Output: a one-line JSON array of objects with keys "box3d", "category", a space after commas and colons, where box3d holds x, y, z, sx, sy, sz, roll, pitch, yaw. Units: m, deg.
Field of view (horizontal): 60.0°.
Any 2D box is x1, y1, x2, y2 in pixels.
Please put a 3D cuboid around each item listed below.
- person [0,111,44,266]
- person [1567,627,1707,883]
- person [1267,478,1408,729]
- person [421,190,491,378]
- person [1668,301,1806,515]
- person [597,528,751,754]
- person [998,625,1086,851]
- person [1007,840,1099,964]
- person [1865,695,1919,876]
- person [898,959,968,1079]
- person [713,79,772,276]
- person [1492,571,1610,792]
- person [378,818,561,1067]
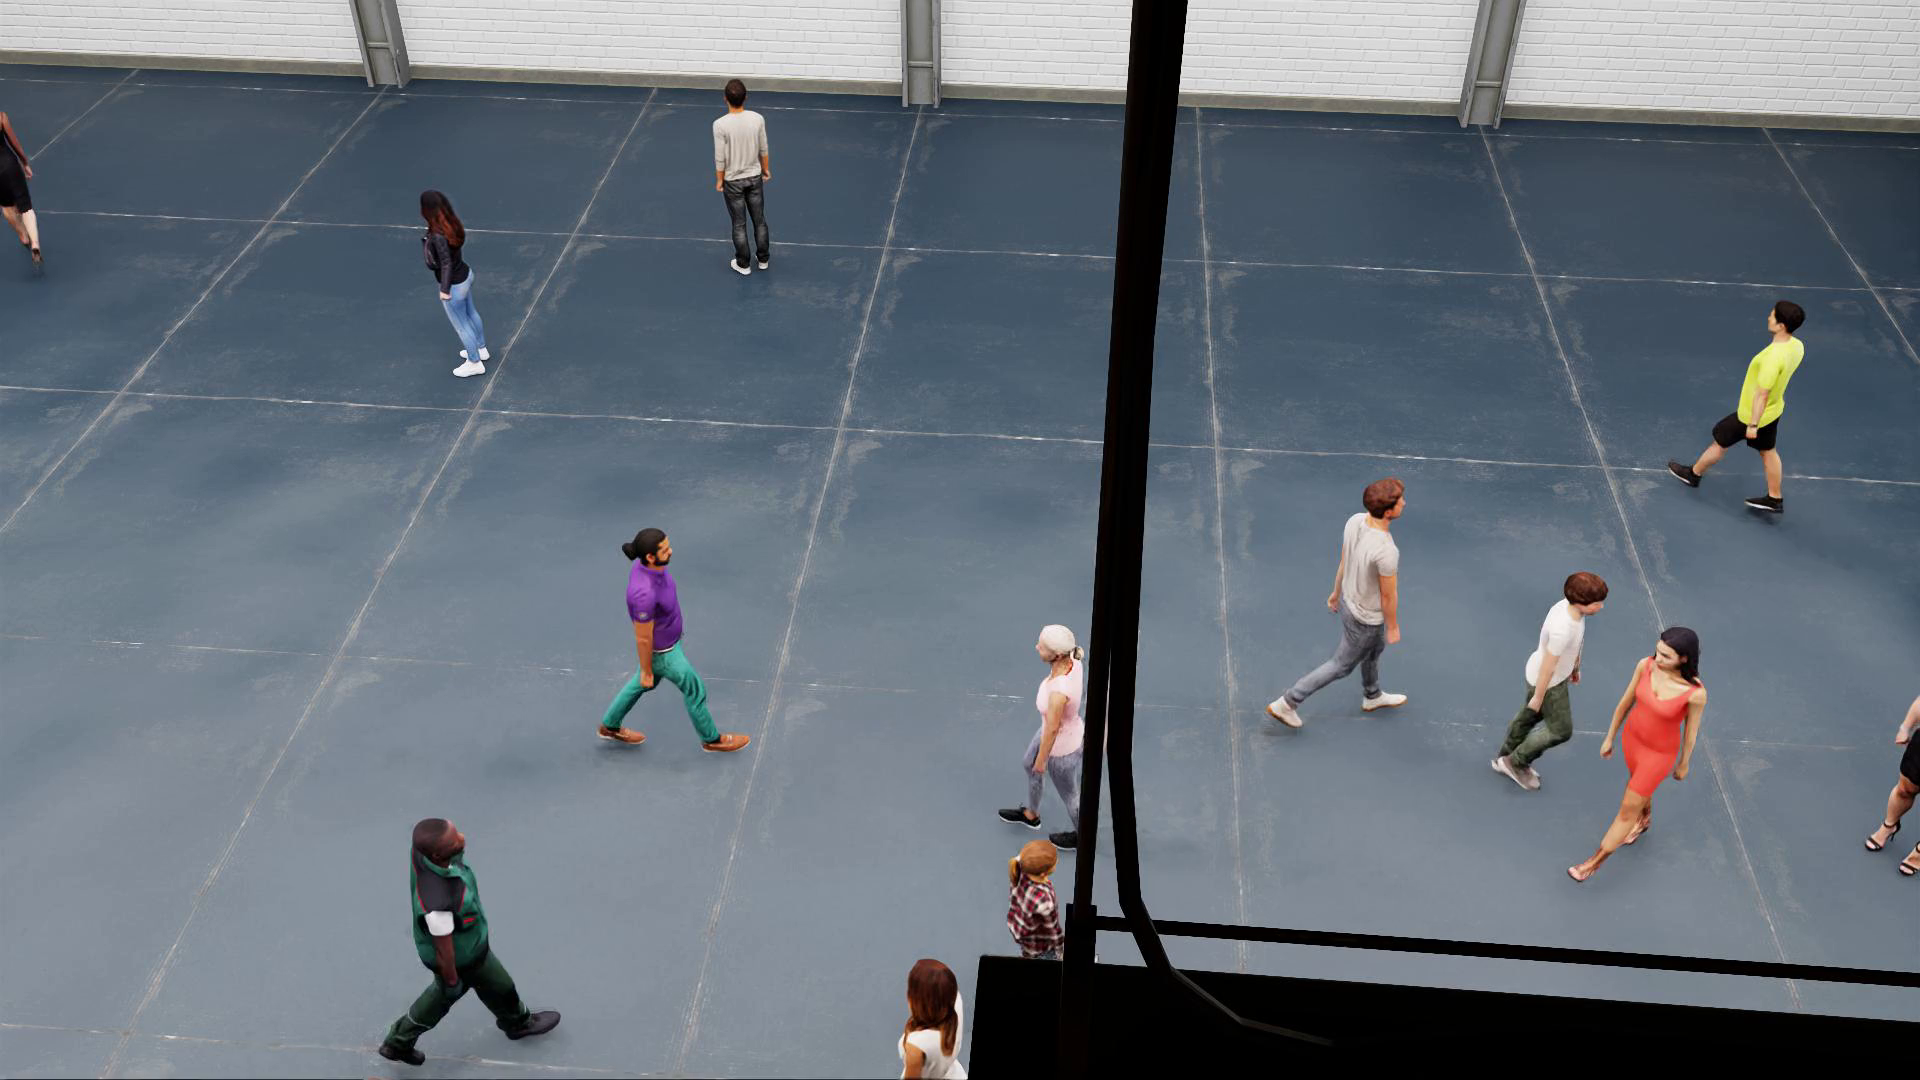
[{"box3d": [-8.583, -3.255, 14.919, 1.067, 1.718, 1.046, -20, 43, -23], "category": "person"}, {"box3d": [3.957, 1.143, 9.442, 1.132, 1.679, 1.031, -26, 45, -29], "category": "person"}, {"box3d": [2.378, 0.448, 10.165, 1.273, 1.864, 0.856, -5, 39, -7], "category": "person"}, {"box3d": [-4.122, -2.107, 13.549, 0.569, 1.633, 0.656, 0, 39, 0], "category": "person"}, {"box3d": [5.865, -0.917, 12.032, 1.105, 1.667, 1.174, -29, 47, -31], "category": "person"}, {"box3d": [-1.908, 0.656, 10.019, 1.235, 1.721, 0.806, -4, 39, -5], "category": "person"}, {"box3d": [0.655, 1.146, 9.418, 0.850, 1.705, 0.615, 7, 39, 9], "category": "person"}, {"box3d": [0.323, 2.046, 8.638, 0.965, 1.271, 0.771, -12, 40, -15], "category": "person"}, {"box3d": [5.535, 1.197, 9.352, 0.800, 1.708, 0.747, -26, 45, -28], "category": "person"}, {"box3d": [-0.096, 2.539, 7.611, 0.633, 1.784, 0.640, 17, 42, 20], "category": "person"}, {"box3d": [-1.927, -3.230, 14.811, 0.676, 1.812, 0.799, -17, 42, -20], "category": "person"}, {"box3d": [3.419, 0.806, 9.895, 0.719, 1.641, 0.671, 17, 42, 20], "category": "person"}, {"box3d": [-2.577, 2.020, 8.239, 1.268, 1.810, 1.059, -13, 40, -16], "category": "person"}]
